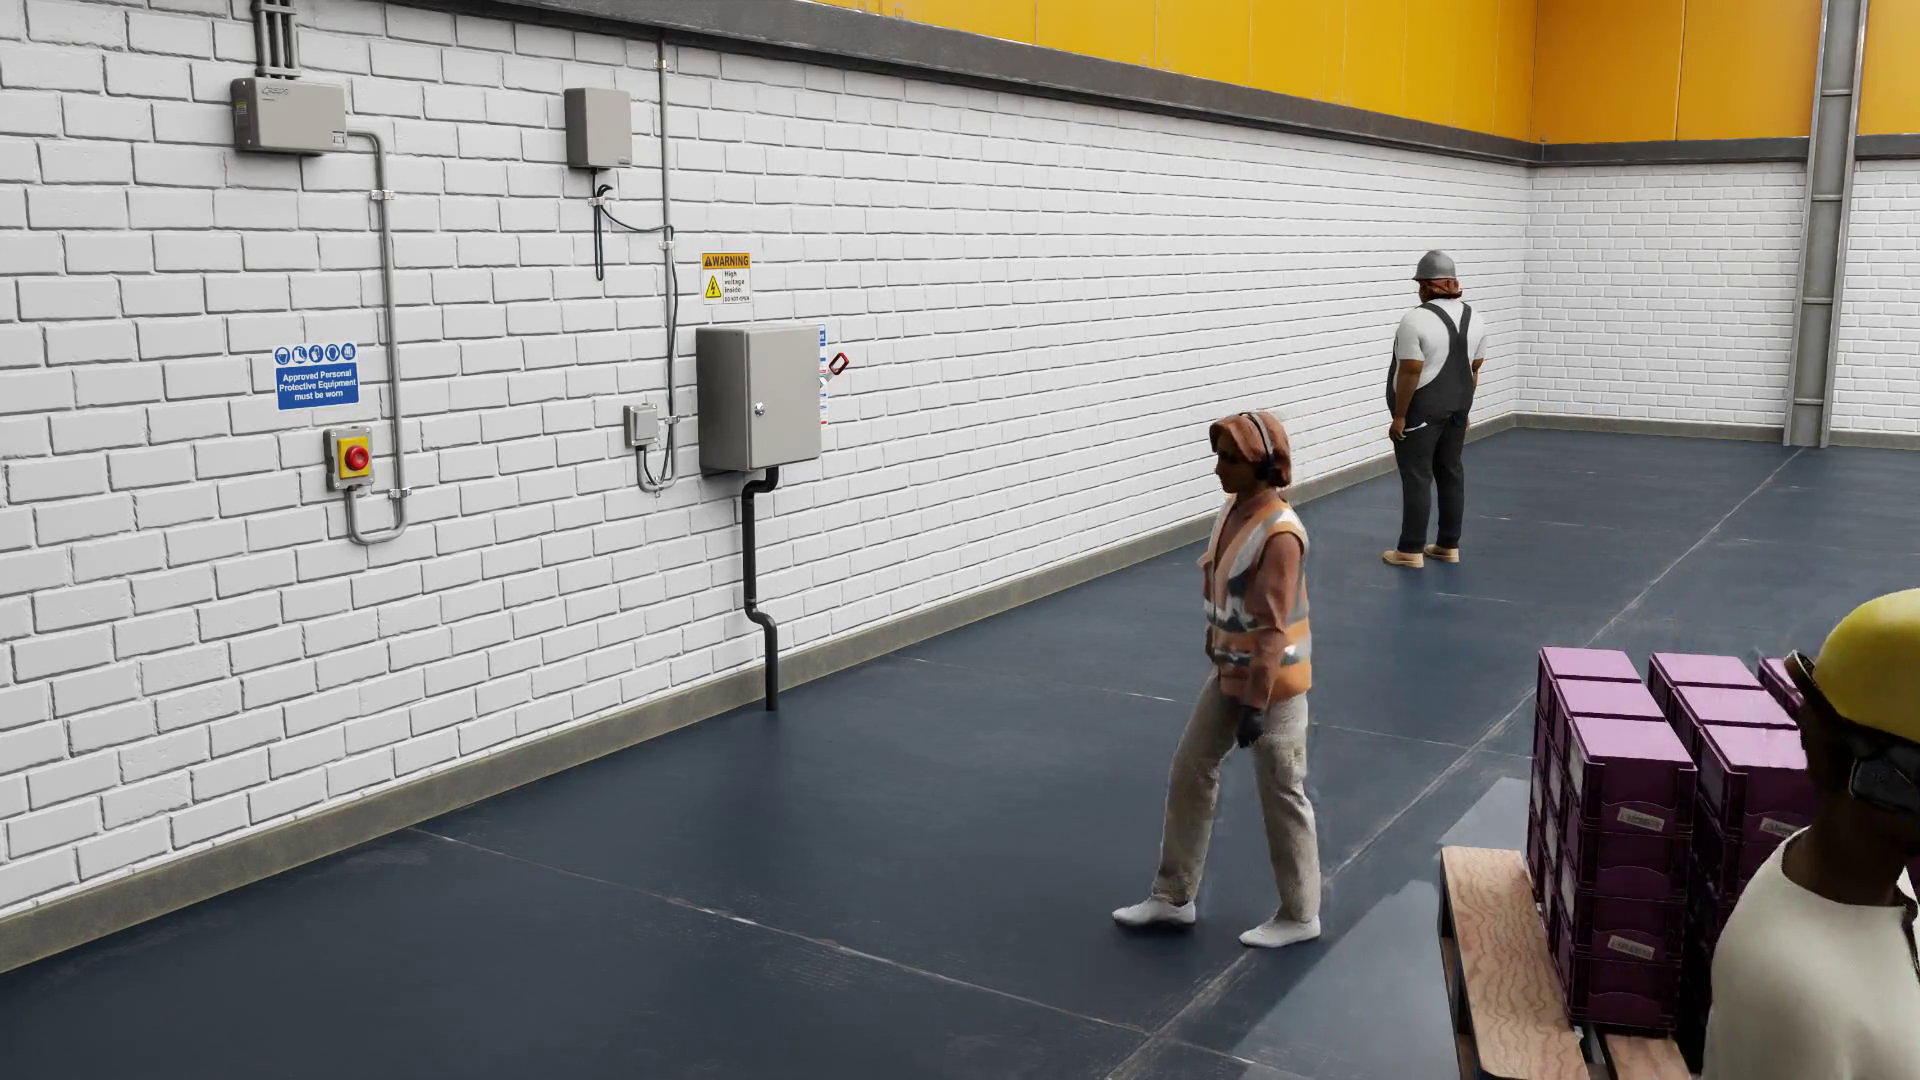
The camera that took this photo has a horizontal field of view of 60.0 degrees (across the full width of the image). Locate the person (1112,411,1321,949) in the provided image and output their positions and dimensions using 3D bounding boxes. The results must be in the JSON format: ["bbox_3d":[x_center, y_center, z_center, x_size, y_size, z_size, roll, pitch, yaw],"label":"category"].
[{"bbox_3d":[0.761,0.430,4.856,0.723,1.606,0.524,-2,10,-9],"label":"person"}]

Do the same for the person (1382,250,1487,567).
[{"bbox_3d":[3.019,-0.851,10.785,0.690,2.000,0.538,-6,12,-29],"label":"person"}]

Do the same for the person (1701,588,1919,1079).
[{"bbox_3d":[0.996,0.913,1.832,0.670,1.734,0.561,8,13,38],"label":"person"}]
